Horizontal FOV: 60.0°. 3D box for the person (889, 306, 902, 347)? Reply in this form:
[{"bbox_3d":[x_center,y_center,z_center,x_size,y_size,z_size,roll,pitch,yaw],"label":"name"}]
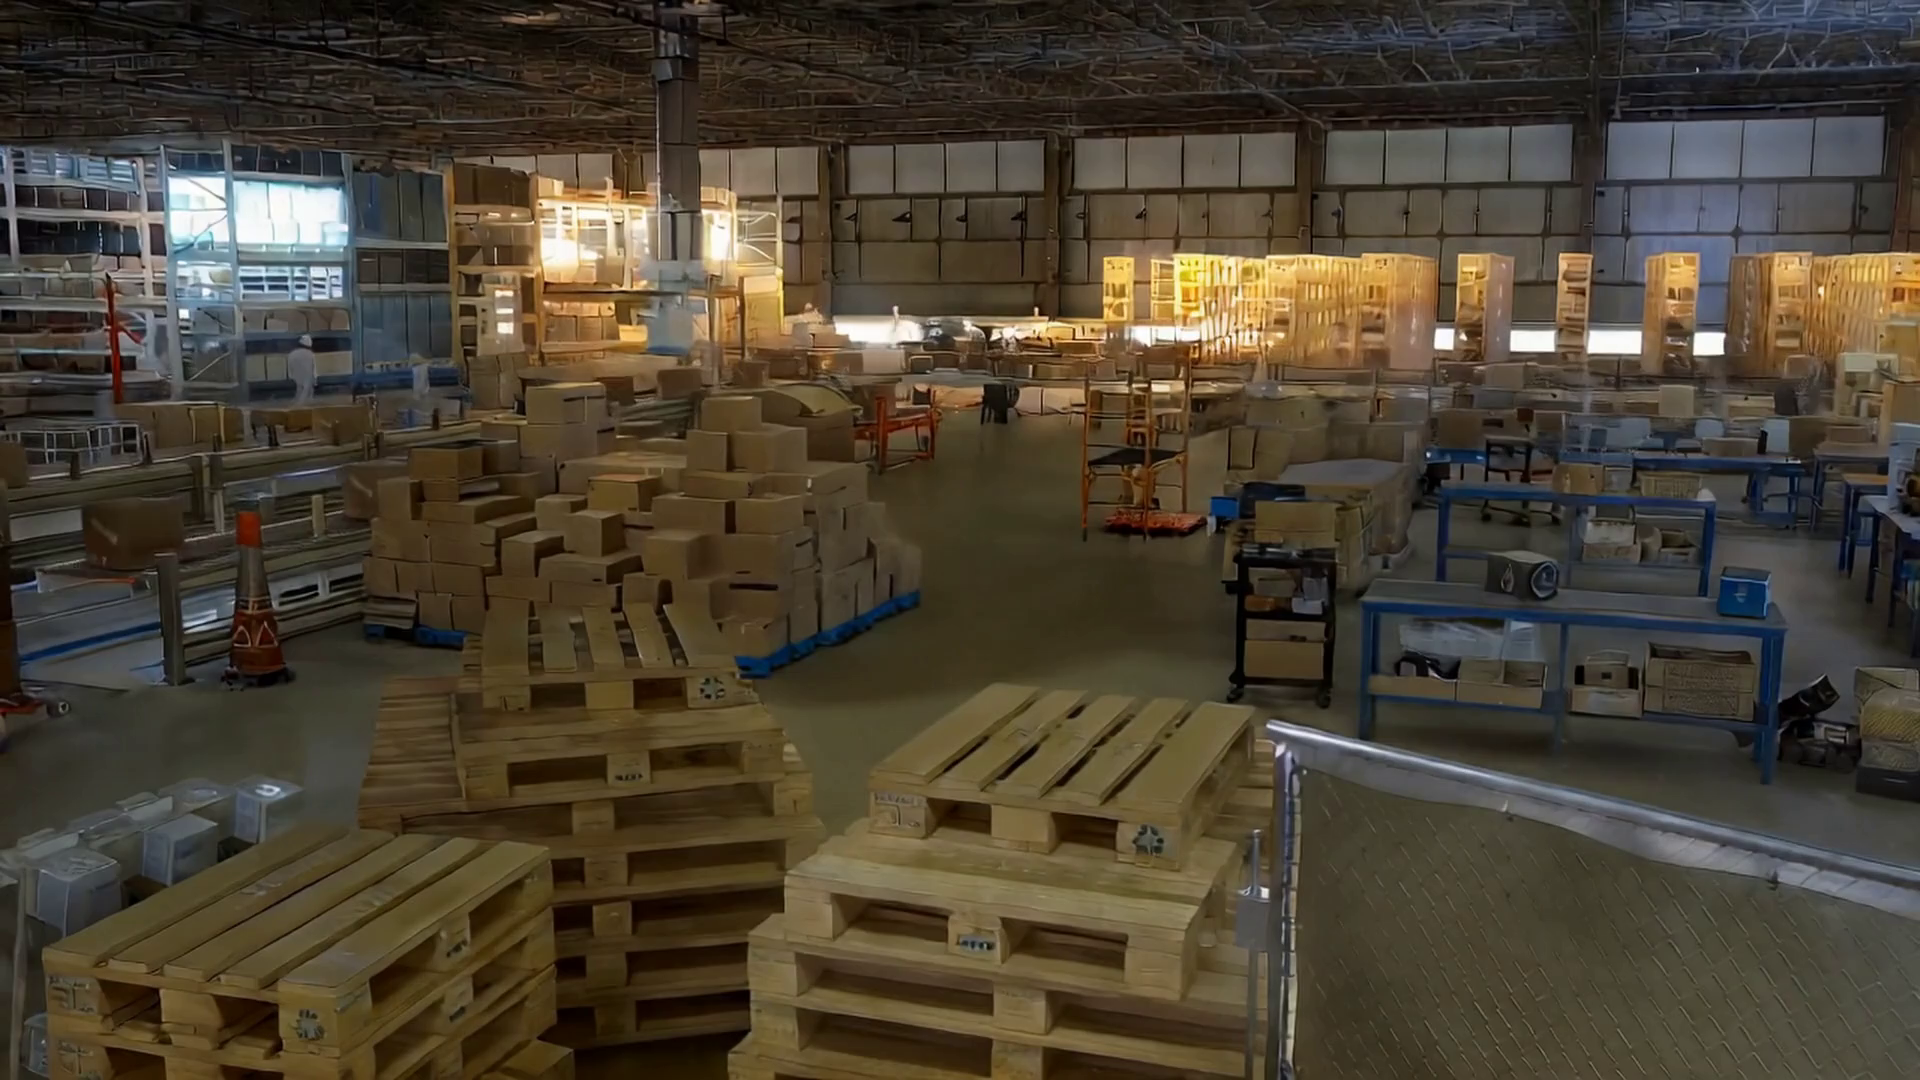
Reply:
[{"bbox_3d":[-2.636,-8.458,66.628,0.968,1.788,0.627,-1,9,-5],"label":"person"}]

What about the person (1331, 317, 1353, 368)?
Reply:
[{"bbox_3d":[11.413,-5.775,49.744,0.610,1.783,0.903,2,9,10],"label":"person"}]

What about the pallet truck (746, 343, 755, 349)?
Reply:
[{"bbox_3d":[-6.183,-4.618,44.264,1.601,1.201,0.680,-9,12,-43],"label":"pallet truck"}]

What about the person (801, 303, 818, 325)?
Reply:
[{"bbox_3d":[-5.775,-8.091,63.754,0.666,1.958,0.855,-2,9,-13],"label":"person"}]

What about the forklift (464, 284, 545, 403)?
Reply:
[{"bbox_3d":[-10.832,-4.702,39.610,1.129,2.768,1.873,3,10,20],"label":"forklift"}]

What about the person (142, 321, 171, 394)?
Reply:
[{"bbox_3d":[-20.400,-4.620,42.293,0.642,1.862,0.933,8,12,41],"label":"person"}]

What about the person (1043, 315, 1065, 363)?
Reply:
[{"bbox_3d":[2.591,-5.216,45.792,0.629,1.933,0.495,-1,9,-8],"label":"person"}]

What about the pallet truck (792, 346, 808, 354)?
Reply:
[{"bbox_3d":[-3.705,-4.298,42.022,0.653,1.274,1.630,3,10,20],"label":"pallet truck"}]

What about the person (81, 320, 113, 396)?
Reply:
[{"bbox_3d":[-21.778,-4.597,42.000,0.652,1.906,0.405,0,9,-1],"label":"person"}]

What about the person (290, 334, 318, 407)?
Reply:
[{"bbox_3d":[-13.545,-3.342,34.390,0.622,1.819,0.459,3,9,17],"label":"person"}]

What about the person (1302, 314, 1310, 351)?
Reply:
[{"bbox_3d":[12.370,-7.342,59.450,0.395,1.839,0.564,2,9,12],"label":"person"}]

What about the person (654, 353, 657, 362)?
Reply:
[{"bbox_3d":[-9.740,-6.475,53.851,0.569,1.882,0.976,4,10,21],"label":"person"}]

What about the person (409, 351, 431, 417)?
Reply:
[{"bbox_3d":[-10.204,-2.779,31.482,0.467,1.603,0.537,0,9,0],"label":"person"}]
